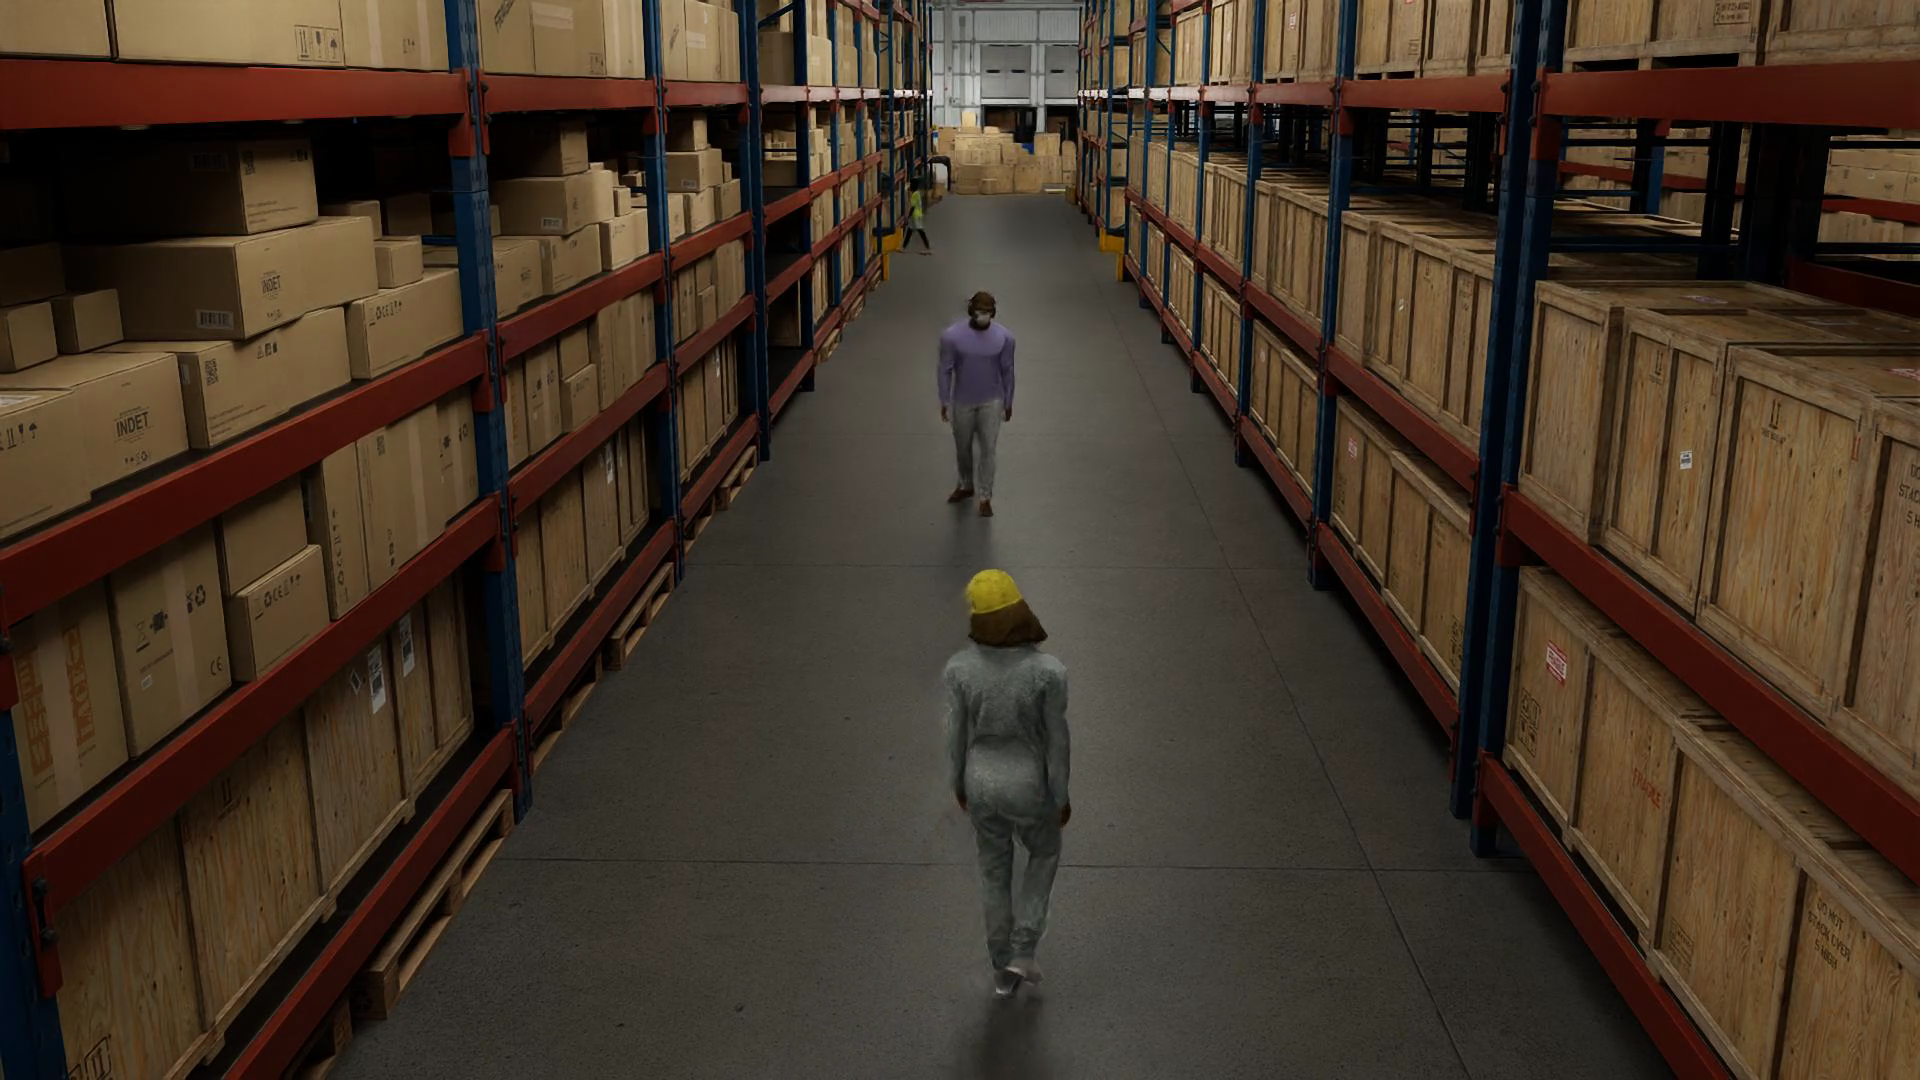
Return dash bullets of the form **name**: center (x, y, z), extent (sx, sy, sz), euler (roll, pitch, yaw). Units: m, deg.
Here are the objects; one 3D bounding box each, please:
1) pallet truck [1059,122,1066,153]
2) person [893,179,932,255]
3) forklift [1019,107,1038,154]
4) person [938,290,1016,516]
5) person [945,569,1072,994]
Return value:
- **pallet truck**: center (5.788, -21.111, 88.014), extent (1.885, 1.965, 0.823), euler (5, 16, 18)
- **person**: center (-1.014, -7.081, 36.463), extent (0.865, 1.646, 0.549), euler (0, 15, 2)
- **forklift**: center (3.350, -19.703, 81.099), extent (1.129, 2.768, 1.873), euler (-11, 19, -36)
- **person**: center (0.149, -1.184, 14.083), extent (0.650, 1.905, 0.730), euler (1, 15, 3)
- **person**: center (0.200, 0.947, 6.480), extent (0.516, 1.707, 0.363), euler (5, 16, 18)
